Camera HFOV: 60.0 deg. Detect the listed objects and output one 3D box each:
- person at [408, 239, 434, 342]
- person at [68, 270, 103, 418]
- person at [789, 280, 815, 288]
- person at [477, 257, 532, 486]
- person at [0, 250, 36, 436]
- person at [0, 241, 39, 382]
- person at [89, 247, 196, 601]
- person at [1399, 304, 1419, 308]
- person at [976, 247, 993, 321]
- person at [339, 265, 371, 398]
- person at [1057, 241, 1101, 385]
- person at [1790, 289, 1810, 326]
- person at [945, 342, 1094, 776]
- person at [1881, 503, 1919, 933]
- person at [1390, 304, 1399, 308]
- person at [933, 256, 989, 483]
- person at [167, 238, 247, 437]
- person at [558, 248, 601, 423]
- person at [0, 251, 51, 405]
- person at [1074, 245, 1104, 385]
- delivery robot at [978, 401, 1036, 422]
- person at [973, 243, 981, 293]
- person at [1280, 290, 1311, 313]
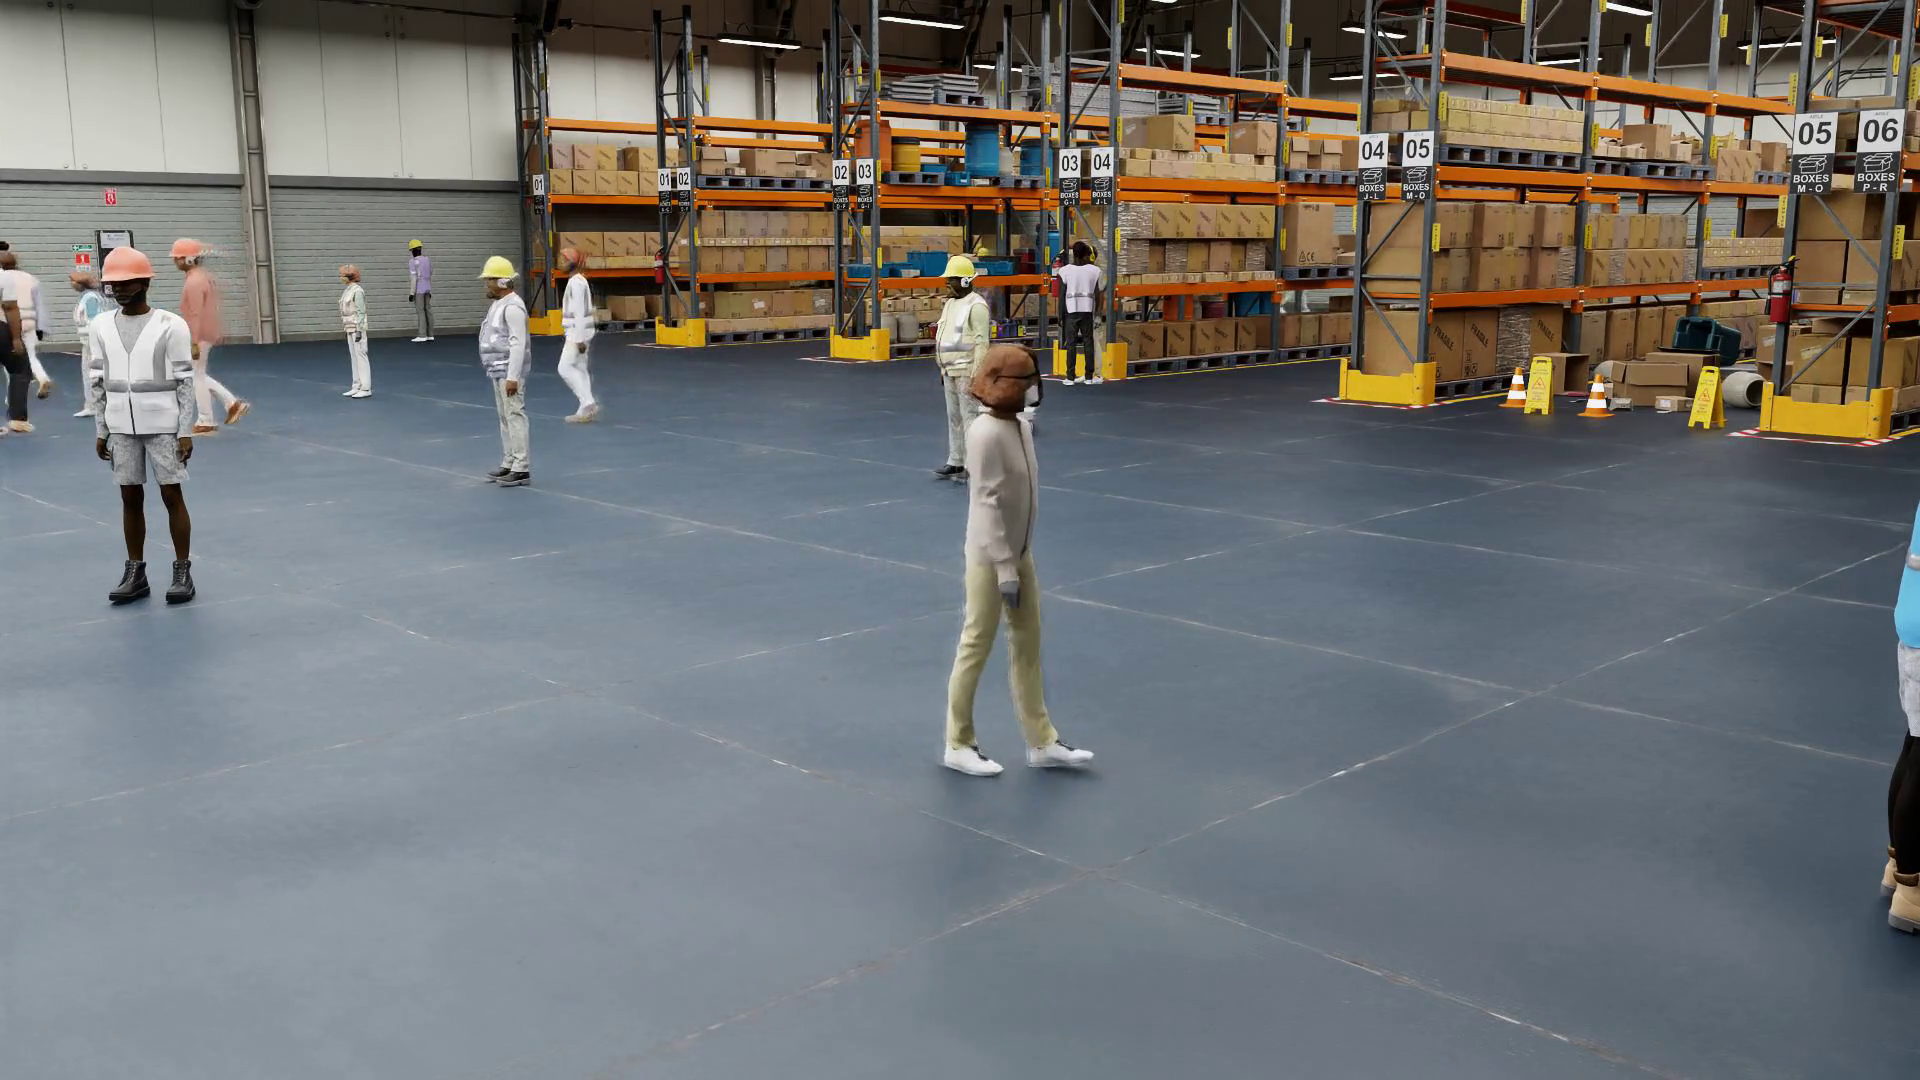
[{"bbox_3d":[-10.208,-4.708,31.436,0.379,1.918,0.585,4,11,19],"label":"person"},{"bbox_3d":[-9.534,-2.181,18.448,0.606,1.622,0.545,-8,13,-39],"label":"person"},{"bbox_3d":[-3.341,-5.383,34.996,0.637,1.959,0.567,9,14,40],"label":"person"},{"bbox_3d":[-3.681,-1.366,13.472,0.403,1.825,0.602,-5,12,-27],"label":"person"},{"bbox_3d":[-9.611,-2.026,16.593,0.713,2.000,0.641,1,10,5],"label":"person"},{"bbox_3d":[-13.109,-3.100,22.627,0.876,1.940,0.609,-10,14,-42],"label":"person"},{"bbox_3d":[-4.477,-0.625,9.116,0.545,1.938,0.362,-1,10,-3],"label":"person"},{"bbox_3d":[6.177,-3.058,22.470,0.633,1.914,0.907,9,13,39],"label":"person"},{"bbox_3d":[0.458,-4.951,33.196,0.388,1.749,0.558,-8,13,-37],"label":"person"},{"bbox_3d":[-7.504,-2.587,20.630,0.310,1.639,0.514,-7,13,-35],"label":"person"},{"bbox_3d":[1.608,-3.044,22.361,0.597,1.916,0.379,-1,10,-7],"label":"person"},{"bbox_3d":[12.933,-3.668,25.708,0.359,1.938,0.545,-10,14,-44],"label":"person"},{"bbox_3d":[0.195,0.077,6.189,0.445,1.627,0.512,5,11,23],"label":"person"},{"bbox_3d":[2.877,0.286,4.807,0.318,1.697,0.535,5,12,27],"label":"person"},{"bbox_3d":[6.479,-3.345,24.102,0.573,1.883,0.356,10,14,42],"label":"person"},{"bbox_3d":[0.001,-1.394,13.597,0.404,1.831,0.600,-6,12,-28],"label":"person"},{"bbox_3d":[-7.586,-2.033,16.685,0.545,1.973,0.636,-3,11,-17],"label":"person"},{"bbox_3d":[-4.121,-2.182,17.805,0.410,1.869,0.576,-1,10,-8],"label":"person"},{"bbox_3d":[-11.181,-2.519,19.773,0.600,1.817,0.640,6,12,29],"label":"person"},{"bbox_3d":[1.764,-3.042,22.512,0.310,1.859,0.532,-4,11,-23],"label":"person"},{"bbox_3d":[0.409,-1.352,16.708,0.707,0.478,0.477,-2,11,-7],"label":"delivery robot"},{"bbox_3d":[0.434,-5.827,37.804,0.610,1.812,0.427,8,13,36],"label":"person"},{"bbox_3d":[8.594,-6.697,42.547,0.935,1.835,0.529,3,11,16],"label":"person"}]
